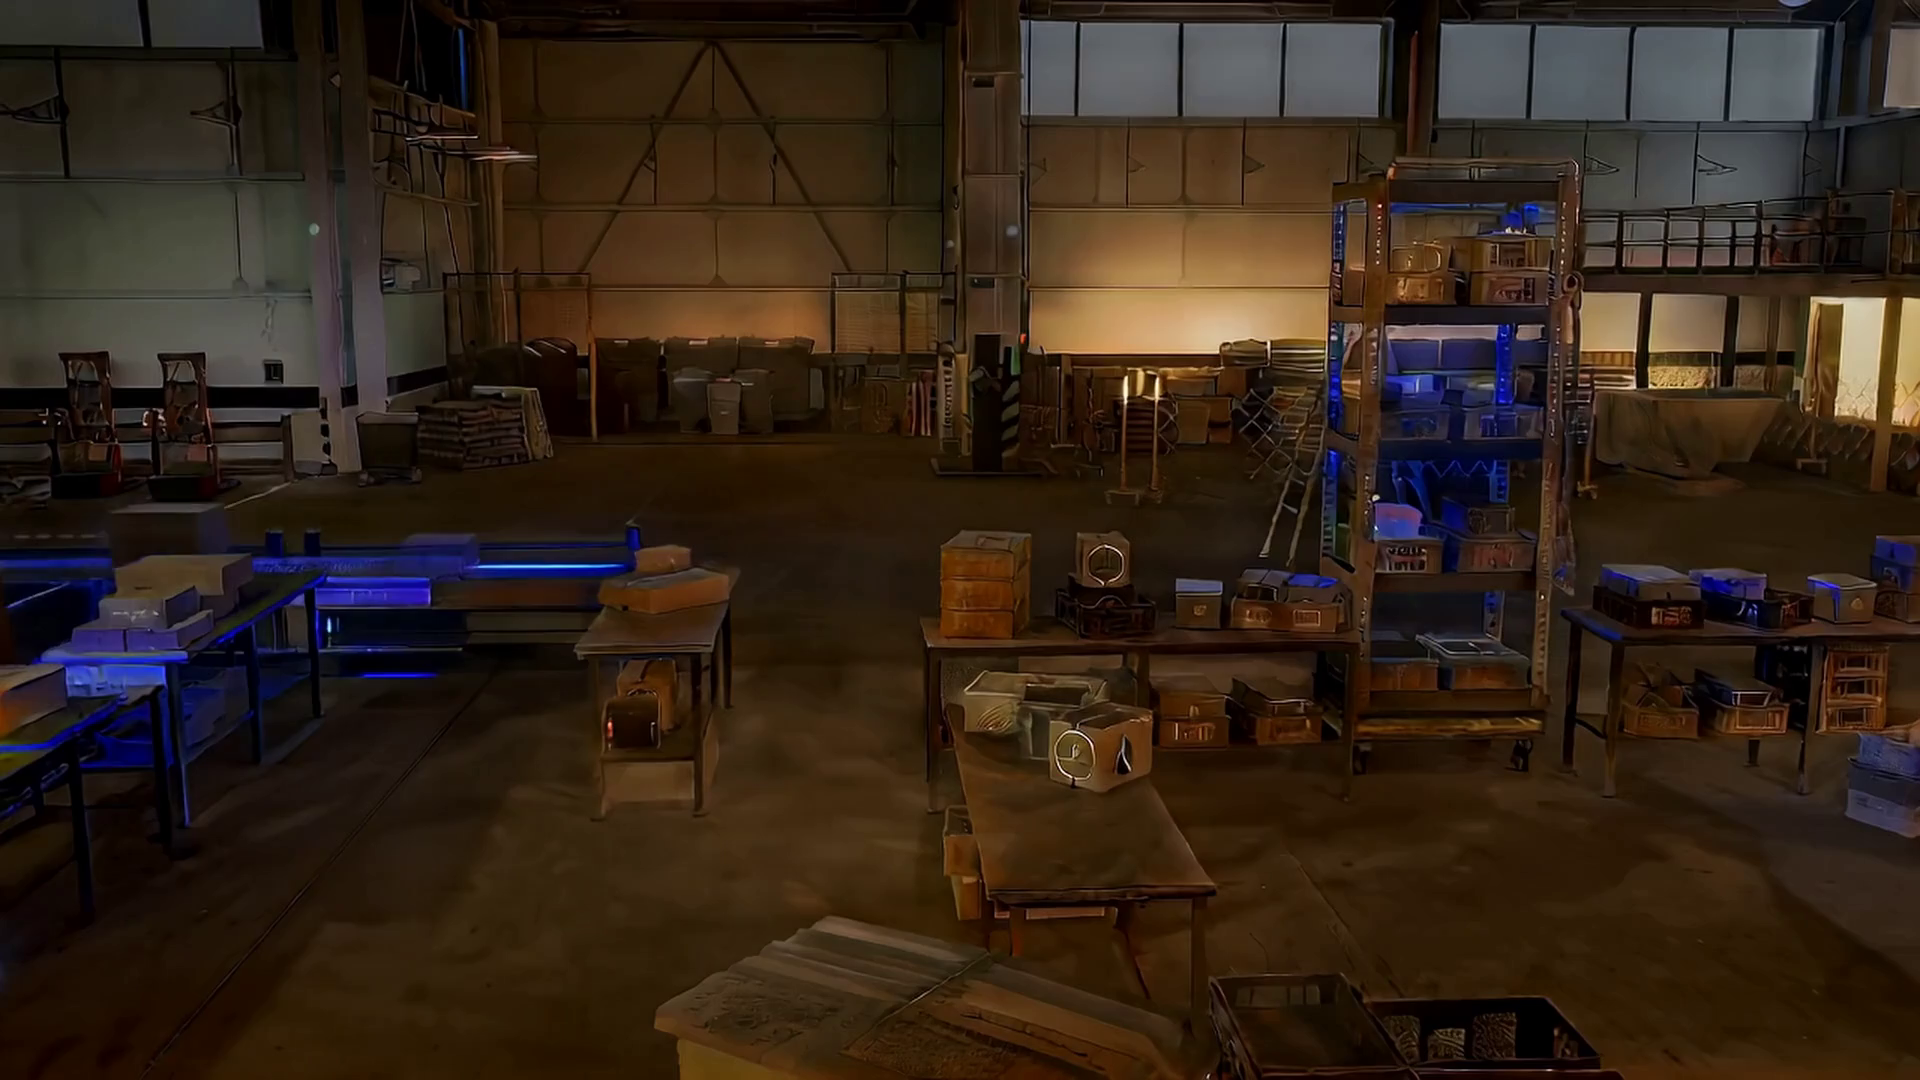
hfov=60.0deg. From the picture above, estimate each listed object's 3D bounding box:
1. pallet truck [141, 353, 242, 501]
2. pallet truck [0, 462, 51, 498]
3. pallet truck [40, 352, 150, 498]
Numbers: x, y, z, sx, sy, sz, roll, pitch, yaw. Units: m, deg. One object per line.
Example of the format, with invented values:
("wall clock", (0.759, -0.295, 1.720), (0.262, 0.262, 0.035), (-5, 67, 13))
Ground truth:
("pallet truck", (-10.520, -1.604, 22.925), (0.823, 1.965, 1.885), (-1, 9, -6))
("pallet truck", (-13.193, -1.293, 23.148), (0.653, 1.274, 1.630), (-1, 9, -4))
("pallet truck", (-11.907, -1.642, 23.165), (0.823, 1.965, 1.885), (0, 9, 0))
